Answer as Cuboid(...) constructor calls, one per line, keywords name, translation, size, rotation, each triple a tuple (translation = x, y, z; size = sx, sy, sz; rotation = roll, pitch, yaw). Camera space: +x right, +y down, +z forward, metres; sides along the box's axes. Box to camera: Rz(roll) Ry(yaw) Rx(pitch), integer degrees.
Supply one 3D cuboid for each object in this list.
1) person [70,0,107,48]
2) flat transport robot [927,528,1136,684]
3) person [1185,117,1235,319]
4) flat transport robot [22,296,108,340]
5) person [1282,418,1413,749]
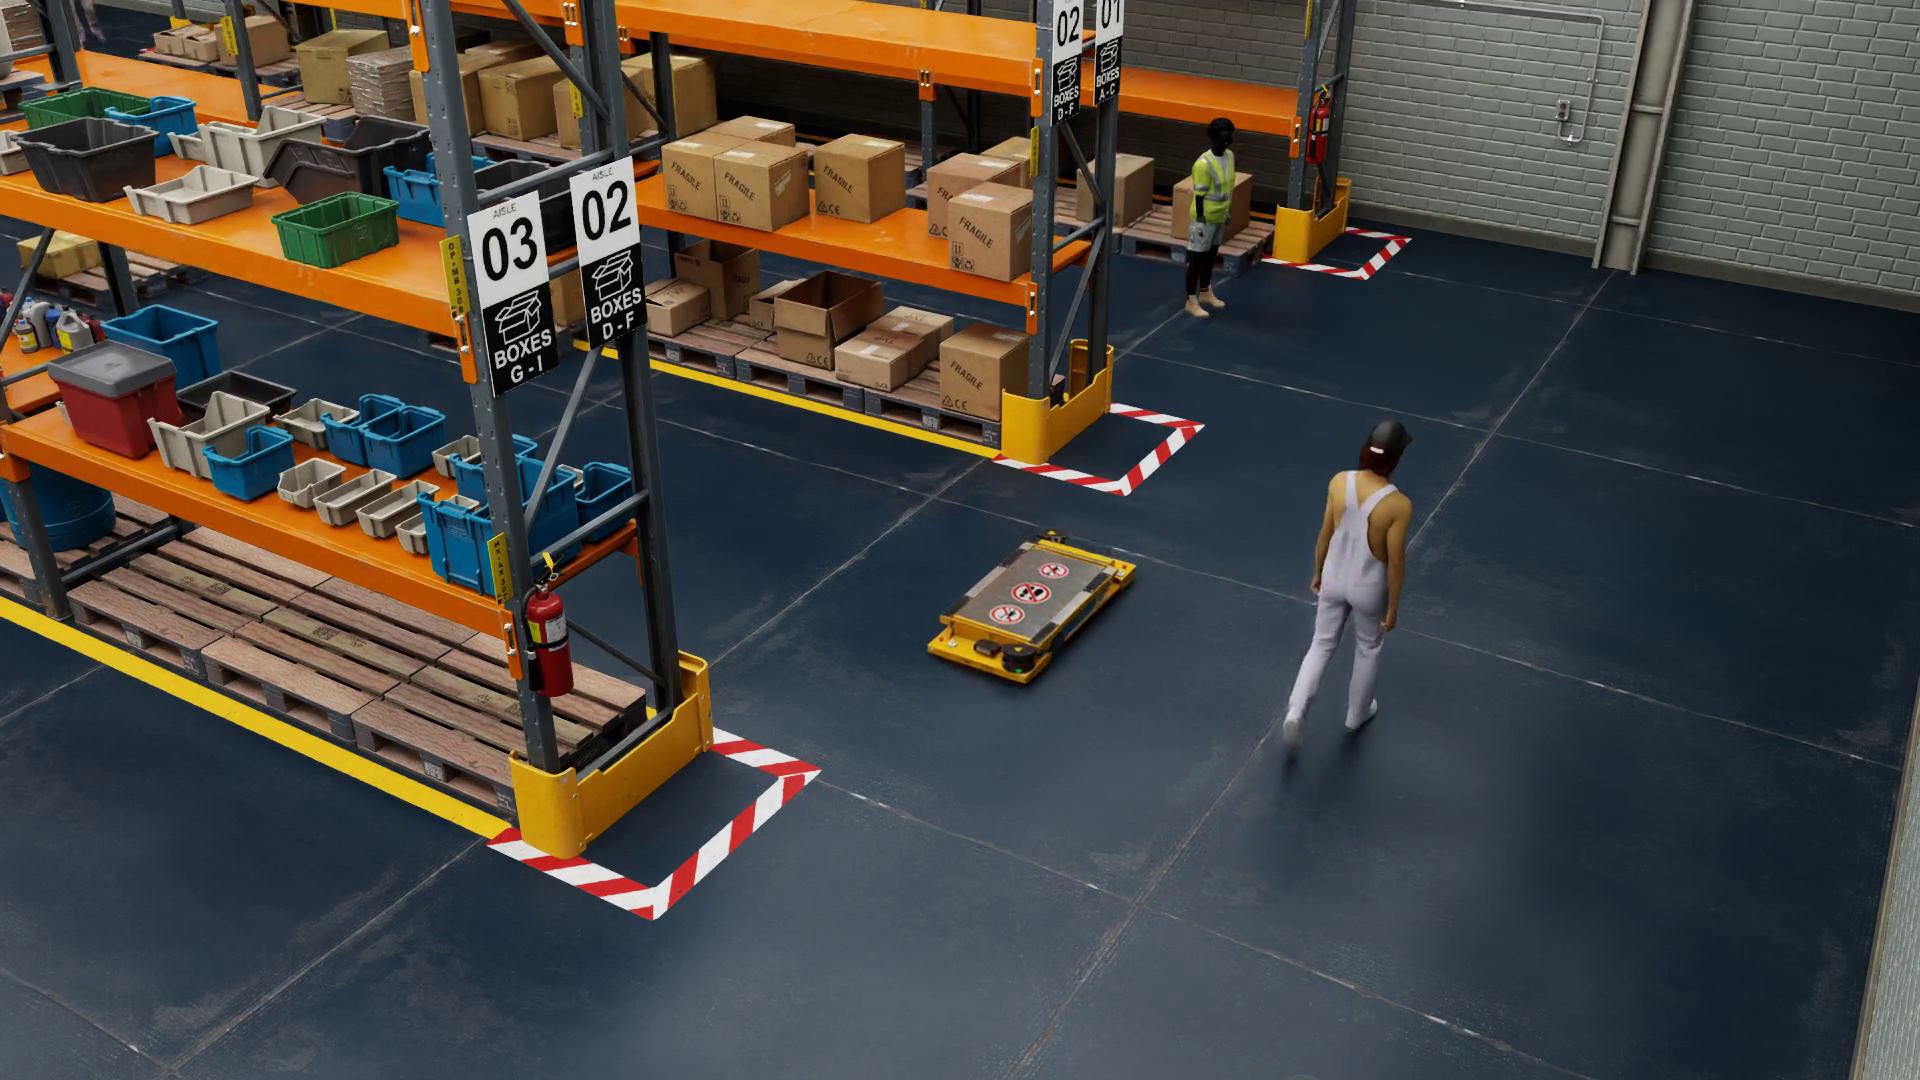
Cuboid(name="person", translation=(-12.233, -7.653, 22.787), size=(0.624, 1.805, 0.553), rotation=(-11, 31, -18))
Cuboid(name="flat transport robot", translation=(0.456, 0.372, 9.965), size=(0.659, 0.231, 1.431), rotation=(16, 33, 27))
Cuboid(name="person", translation=(2.126, -2.735, 14.072), size=(0.322, 1.696, 0.531), rotation=(21, 35, 33))
Cuboid(name="flat transport robot", translation=(-7.530, -1.683, 13.653), size=(1.431, 0.231, 0.659), rotation=(19, 34, 30))
Cuboid(name="person", translation=(1.999, 0.260, 8.561), size=(0.526, 1.835, 0.754), rotation=(19, 35, 31))
